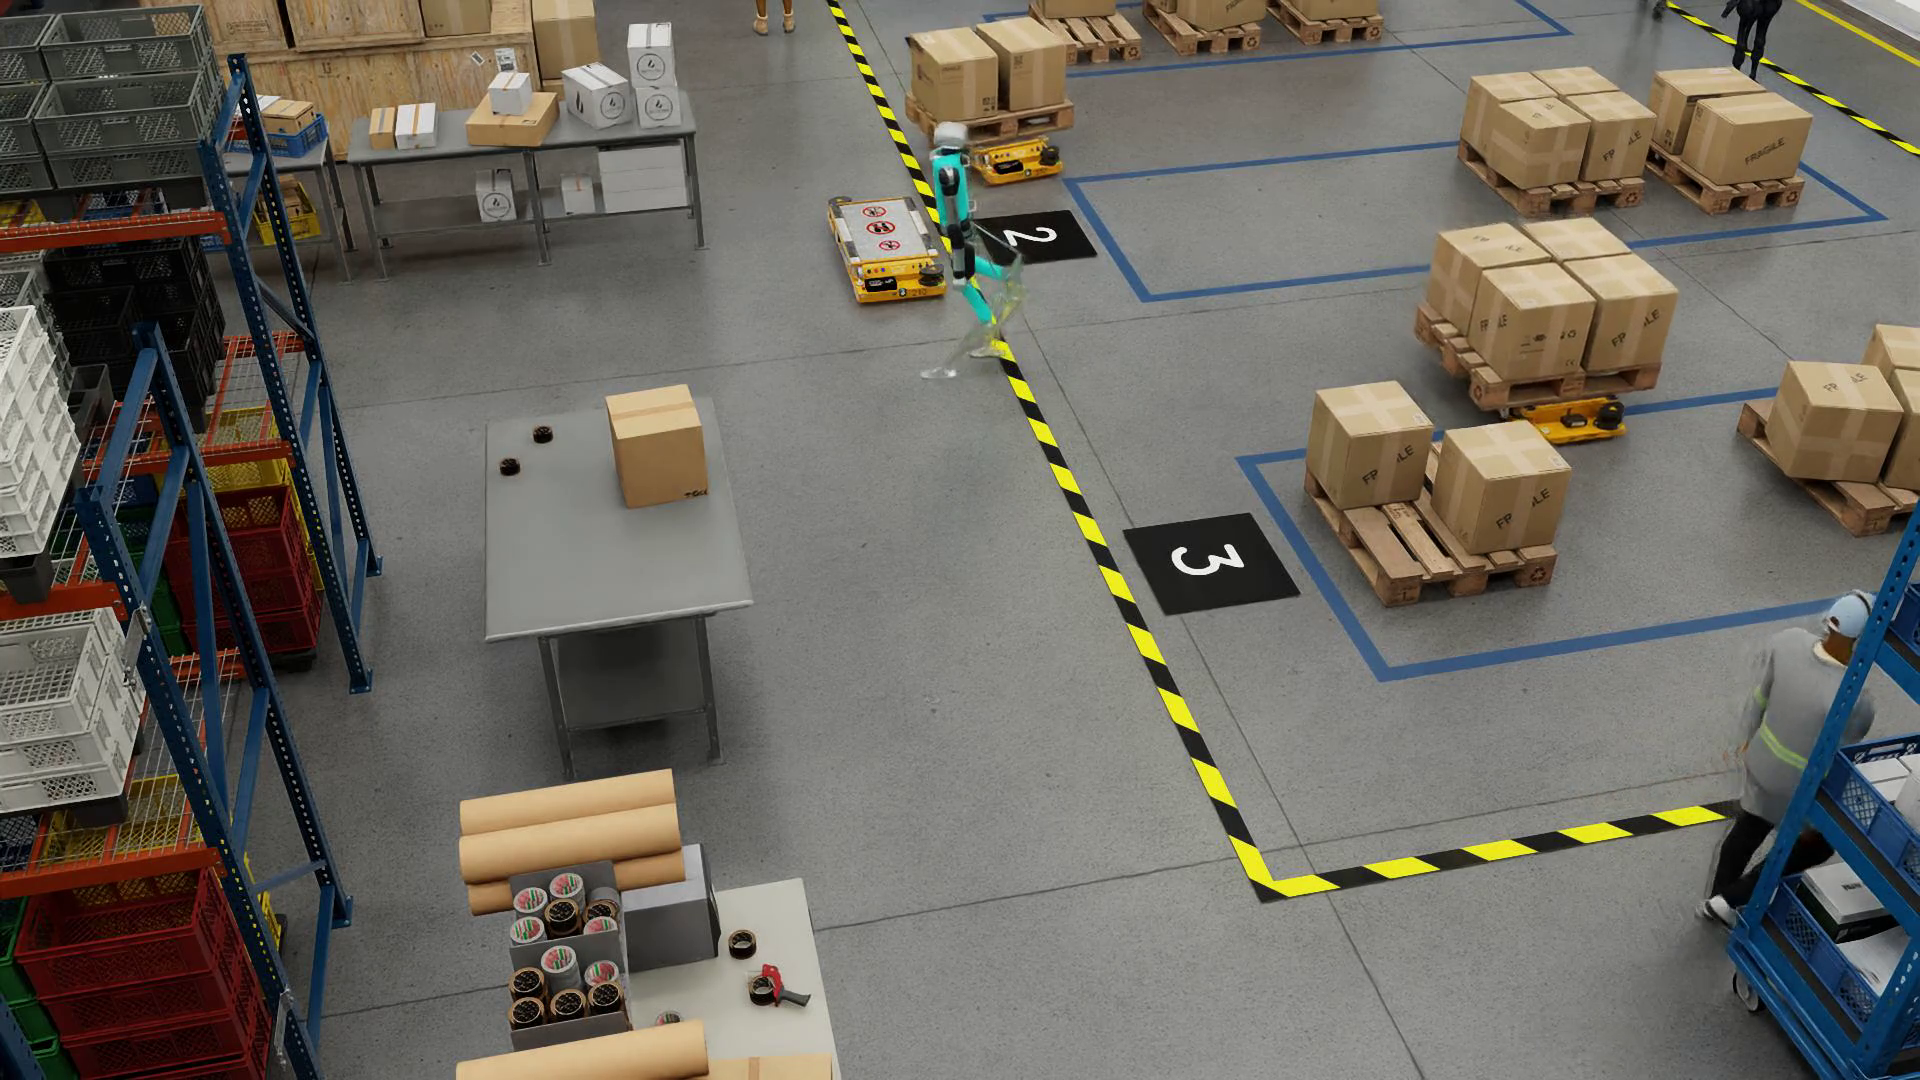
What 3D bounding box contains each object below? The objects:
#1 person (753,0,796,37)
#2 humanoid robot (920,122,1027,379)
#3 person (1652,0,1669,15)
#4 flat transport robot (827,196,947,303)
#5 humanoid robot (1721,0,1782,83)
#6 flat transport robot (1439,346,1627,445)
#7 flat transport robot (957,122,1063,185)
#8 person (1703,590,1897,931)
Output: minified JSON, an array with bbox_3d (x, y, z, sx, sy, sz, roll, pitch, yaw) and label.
[{"bbox_3d":[-1.874,-5.899,16.005,0.611,2.033,0.395,-10,38,-13],"label":"person"},{"bbox_3d":[0.146,-1.850,10.826,0.835,1.789,0.541,-2,37,-2],"label":"humanoid robot"},{"bbox_3d":[7.139,-6.209,16.620,0.602,1.794,0.893,10,38,13],"label":"person"},{"bbox_3d":[-0.570,-2.220,12.538,0.659,0.231,1.431,-8,37,-10],"label":"flat transport robot"},{"bbox_3d":[7.166,-4.882,14.923,0.599,1.657,0.315,-15,39,-19],"label":"humanoid robot"},{"bbox_3d":[3.754,-1.106,11.017,0.652,0.197,1.431,-8,37,-10],"label":"flat transport robot"},{"bbox_3d":[0.268,-3.436,14.148,0.652,0.197,1.431,-15,39,-19],"label":"flat transport robot"},{"bbox_3d":[3.496,0.963,6.941,0.422,1.837,0.620,-6,37,-7],"label":"person"}]
